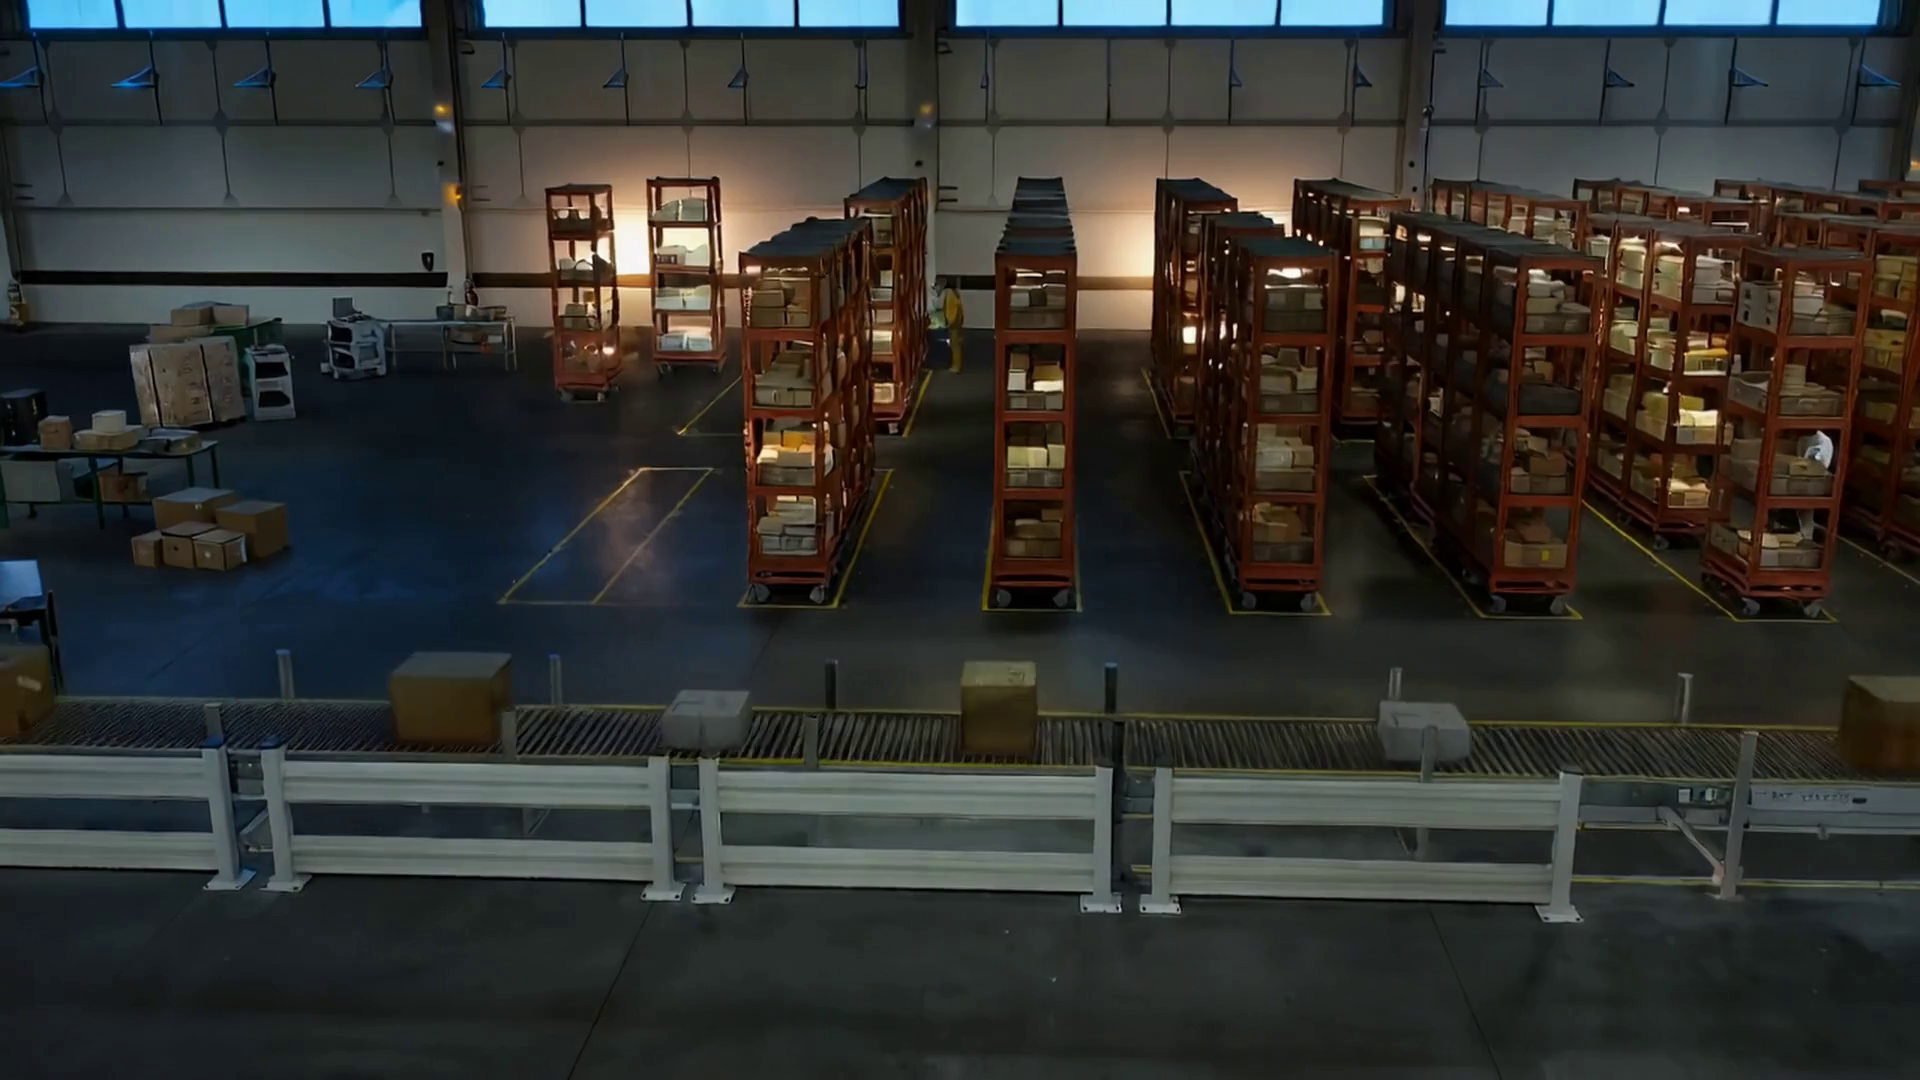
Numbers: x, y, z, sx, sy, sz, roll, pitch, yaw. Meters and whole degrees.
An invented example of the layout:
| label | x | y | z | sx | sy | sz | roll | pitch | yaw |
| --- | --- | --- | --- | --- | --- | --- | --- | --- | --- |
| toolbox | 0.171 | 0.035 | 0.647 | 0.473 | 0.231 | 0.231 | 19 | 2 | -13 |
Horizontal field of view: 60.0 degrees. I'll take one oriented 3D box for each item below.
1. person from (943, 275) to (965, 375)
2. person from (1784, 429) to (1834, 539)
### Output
| label | x | y | z | sx | sy | sz | roll | pitch | yaw |
| --- | --- | --- | --- | --- | --- | --- | --- | --- | --- |
| person | -0.105 | -3.996 | 30.878 | 0.383 | 1.842 | 0.570 | -2 | 15 | -8 |
| person | 9.218 | -0.592 | 18.259 | 0.404 | 1.836 | 0.590 | -5 | 16 | -17 |
